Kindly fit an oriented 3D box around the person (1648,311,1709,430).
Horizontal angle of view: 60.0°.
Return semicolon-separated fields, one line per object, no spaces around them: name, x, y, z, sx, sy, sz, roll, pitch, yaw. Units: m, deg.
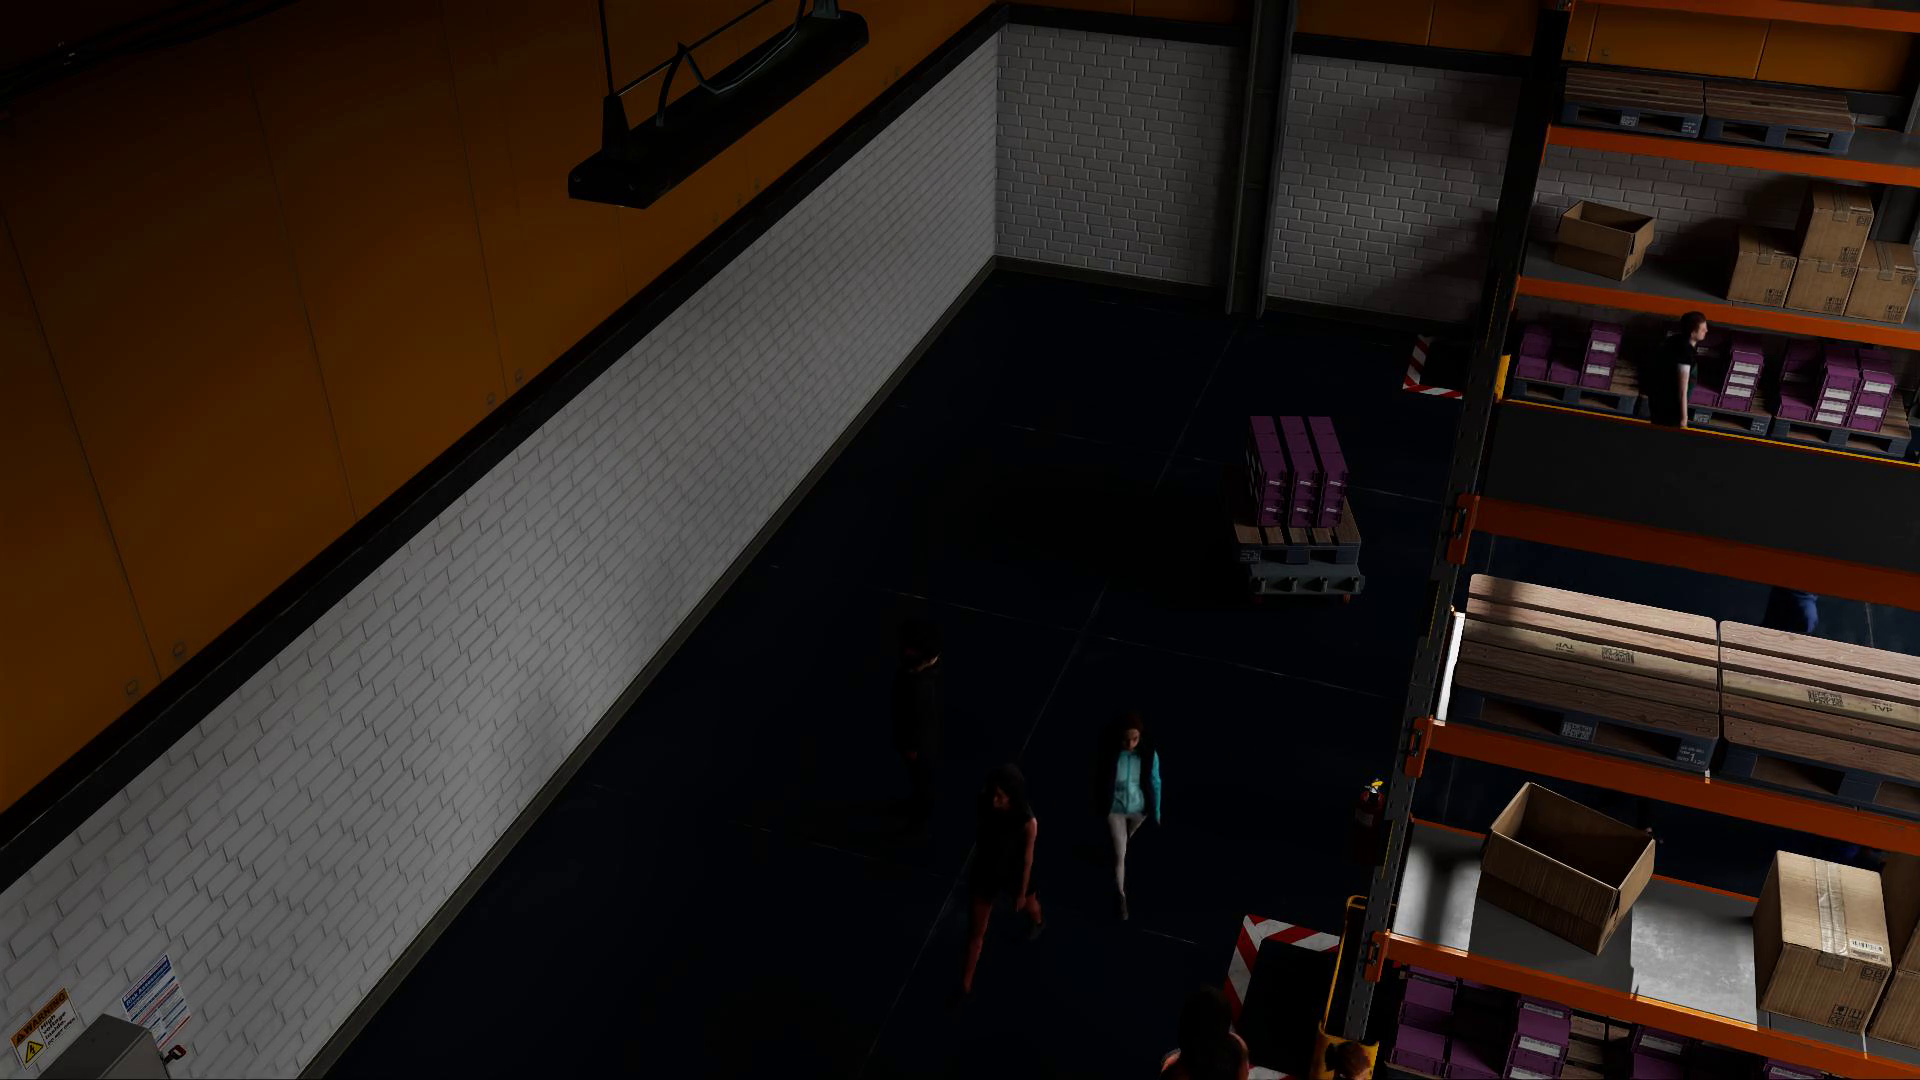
person;6.196;-1.196;14.736;0.989;1.818;0.767;6;34;9

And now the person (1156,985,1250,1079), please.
person;1.234;3.057;8.391;1.135;1.760;1.255;-26;41;-33

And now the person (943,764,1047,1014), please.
person;0.331;1.991;10.064;1.218;1.684;0.862;20;39;28

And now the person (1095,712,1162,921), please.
person;1.068;1.662;10.756;0.995;1.464;0.899;-3;34;-5

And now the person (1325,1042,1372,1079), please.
person;1.963;3.073;8.791;0.930;1.291;0.689;22;40;30

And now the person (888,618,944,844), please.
person;-0.279;1.248;11.093;0.737;1.780;0.715;-1;34;-2
